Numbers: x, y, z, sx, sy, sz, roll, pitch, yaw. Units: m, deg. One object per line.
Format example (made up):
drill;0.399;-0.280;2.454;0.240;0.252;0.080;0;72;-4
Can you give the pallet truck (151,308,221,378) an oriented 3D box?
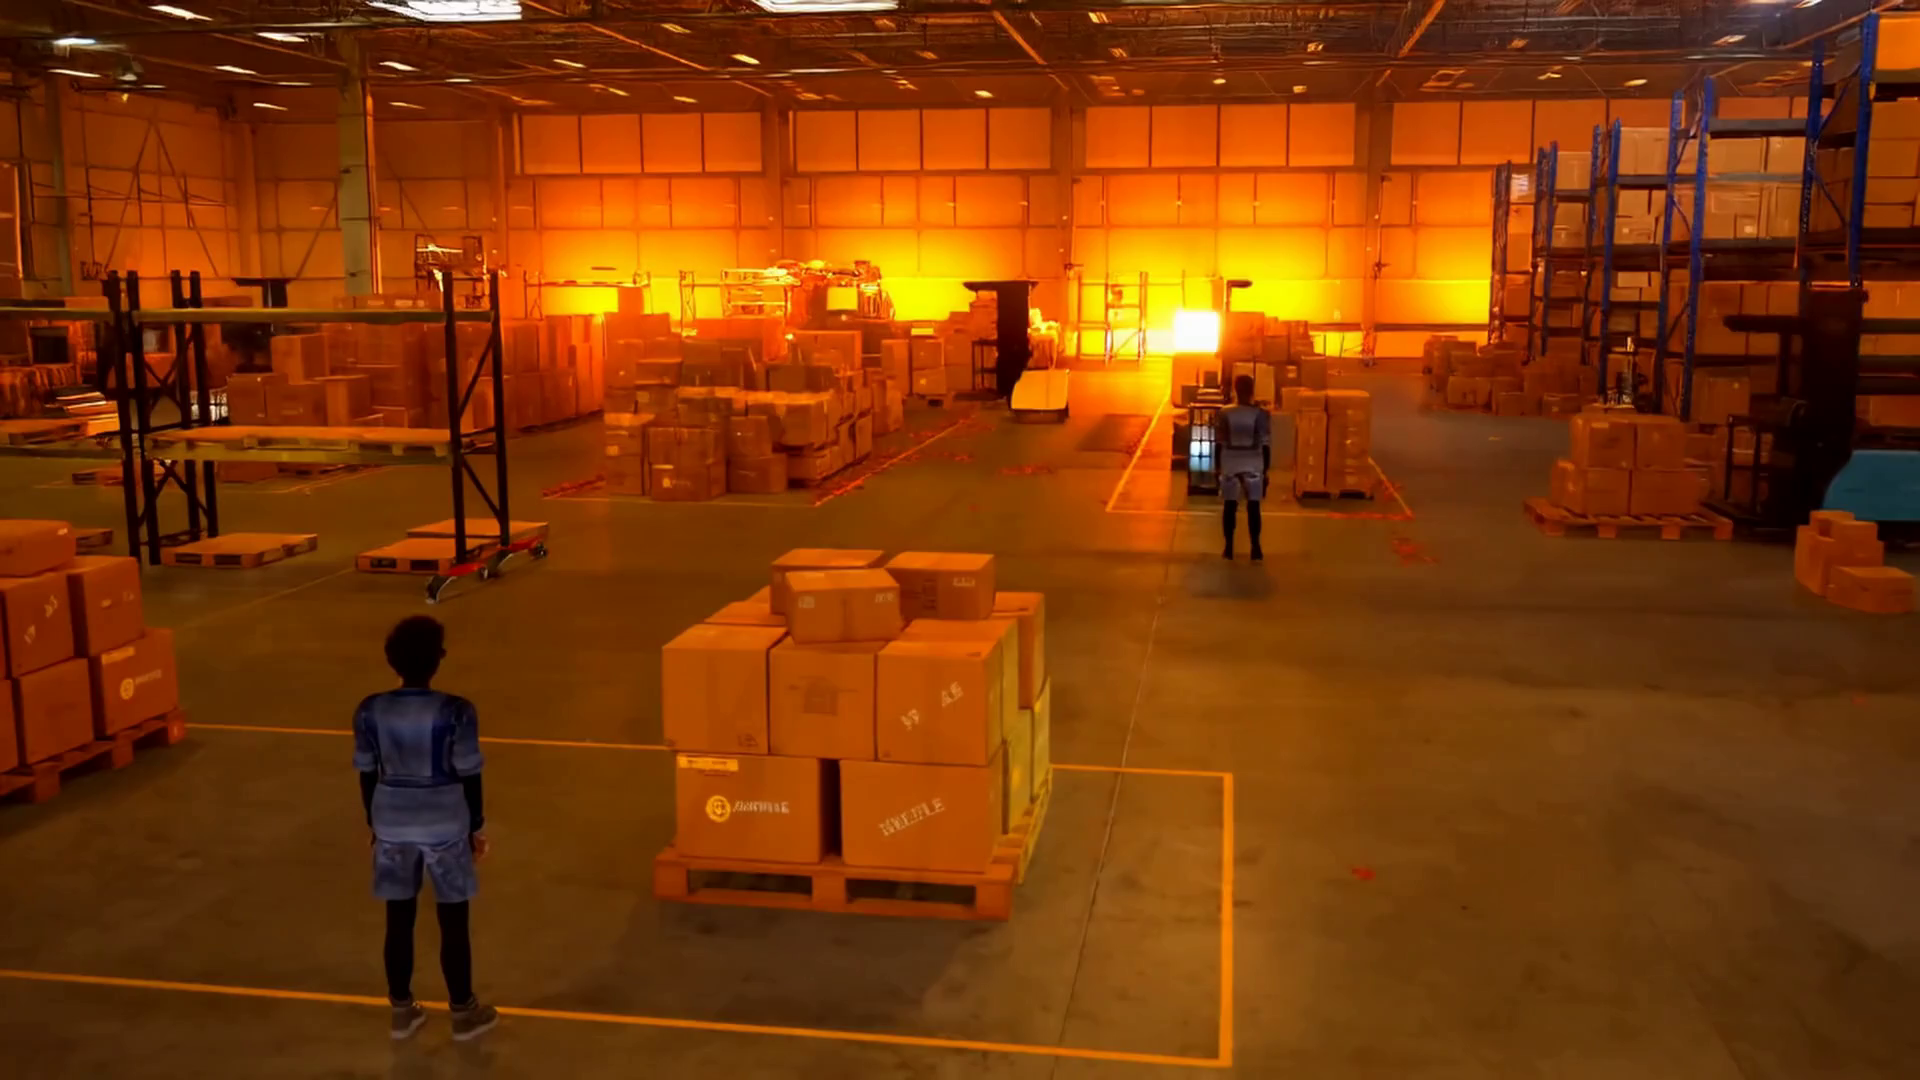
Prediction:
pallet truck;-21.869;-5.598;47.154;0.823;1.965;1.885;4;10;26

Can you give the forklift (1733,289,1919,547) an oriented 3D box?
forklift;9.639;-1.391;18.495;1.873;2.768;1.129;1;9;9

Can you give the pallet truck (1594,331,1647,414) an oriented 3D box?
pallet truck;11.253;-2.573;28.499;0.823;1.965;1.885;5;10;27

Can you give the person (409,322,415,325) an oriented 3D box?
person;-17.379;-6.568;53.317;0.544;1.939;0.372;2;9;11

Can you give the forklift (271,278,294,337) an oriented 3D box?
forklift;-17.526;-5.373;43.051;1.873;2.768;1.129;-3;10;-17

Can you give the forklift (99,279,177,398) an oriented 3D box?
forklift;-19.606;-4.720;39.027;1.873;2.768;1.129;1;9;9

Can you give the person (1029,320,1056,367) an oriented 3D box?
person;1.720;-3.627;35.002;0.611;1.996;0.387;2;9;11

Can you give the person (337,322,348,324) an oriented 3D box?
person;-18.734;-6.174;50.899;0.628;1.936;0.377;2;9;11

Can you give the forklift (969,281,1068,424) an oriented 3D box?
forklift;1.194;-3.753;33.059;1.873;2.768;1.129;1;9;9

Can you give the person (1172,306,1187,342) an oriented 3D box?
person;6.817;-6.195;51.019;0.628;1.940;0.377;2;9;11

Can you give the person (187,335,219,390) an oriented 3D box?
person;-13.228;-2.634;29.052;0.628;1.940;0.377;2;9;11

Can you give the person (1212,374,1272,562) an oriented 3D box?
person;2.930;-0.739;17.294;0.605;1.962;0.373;2;9;11

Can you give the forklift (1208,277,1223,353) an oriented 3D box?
forklift;7.448;-6.244;48.423;1.873;2.768;1.129;1;9;9

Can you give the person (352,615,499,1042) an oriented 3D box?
person;-2.106;1.136;6.545;0.533;1.697;0.322;2;9;11
